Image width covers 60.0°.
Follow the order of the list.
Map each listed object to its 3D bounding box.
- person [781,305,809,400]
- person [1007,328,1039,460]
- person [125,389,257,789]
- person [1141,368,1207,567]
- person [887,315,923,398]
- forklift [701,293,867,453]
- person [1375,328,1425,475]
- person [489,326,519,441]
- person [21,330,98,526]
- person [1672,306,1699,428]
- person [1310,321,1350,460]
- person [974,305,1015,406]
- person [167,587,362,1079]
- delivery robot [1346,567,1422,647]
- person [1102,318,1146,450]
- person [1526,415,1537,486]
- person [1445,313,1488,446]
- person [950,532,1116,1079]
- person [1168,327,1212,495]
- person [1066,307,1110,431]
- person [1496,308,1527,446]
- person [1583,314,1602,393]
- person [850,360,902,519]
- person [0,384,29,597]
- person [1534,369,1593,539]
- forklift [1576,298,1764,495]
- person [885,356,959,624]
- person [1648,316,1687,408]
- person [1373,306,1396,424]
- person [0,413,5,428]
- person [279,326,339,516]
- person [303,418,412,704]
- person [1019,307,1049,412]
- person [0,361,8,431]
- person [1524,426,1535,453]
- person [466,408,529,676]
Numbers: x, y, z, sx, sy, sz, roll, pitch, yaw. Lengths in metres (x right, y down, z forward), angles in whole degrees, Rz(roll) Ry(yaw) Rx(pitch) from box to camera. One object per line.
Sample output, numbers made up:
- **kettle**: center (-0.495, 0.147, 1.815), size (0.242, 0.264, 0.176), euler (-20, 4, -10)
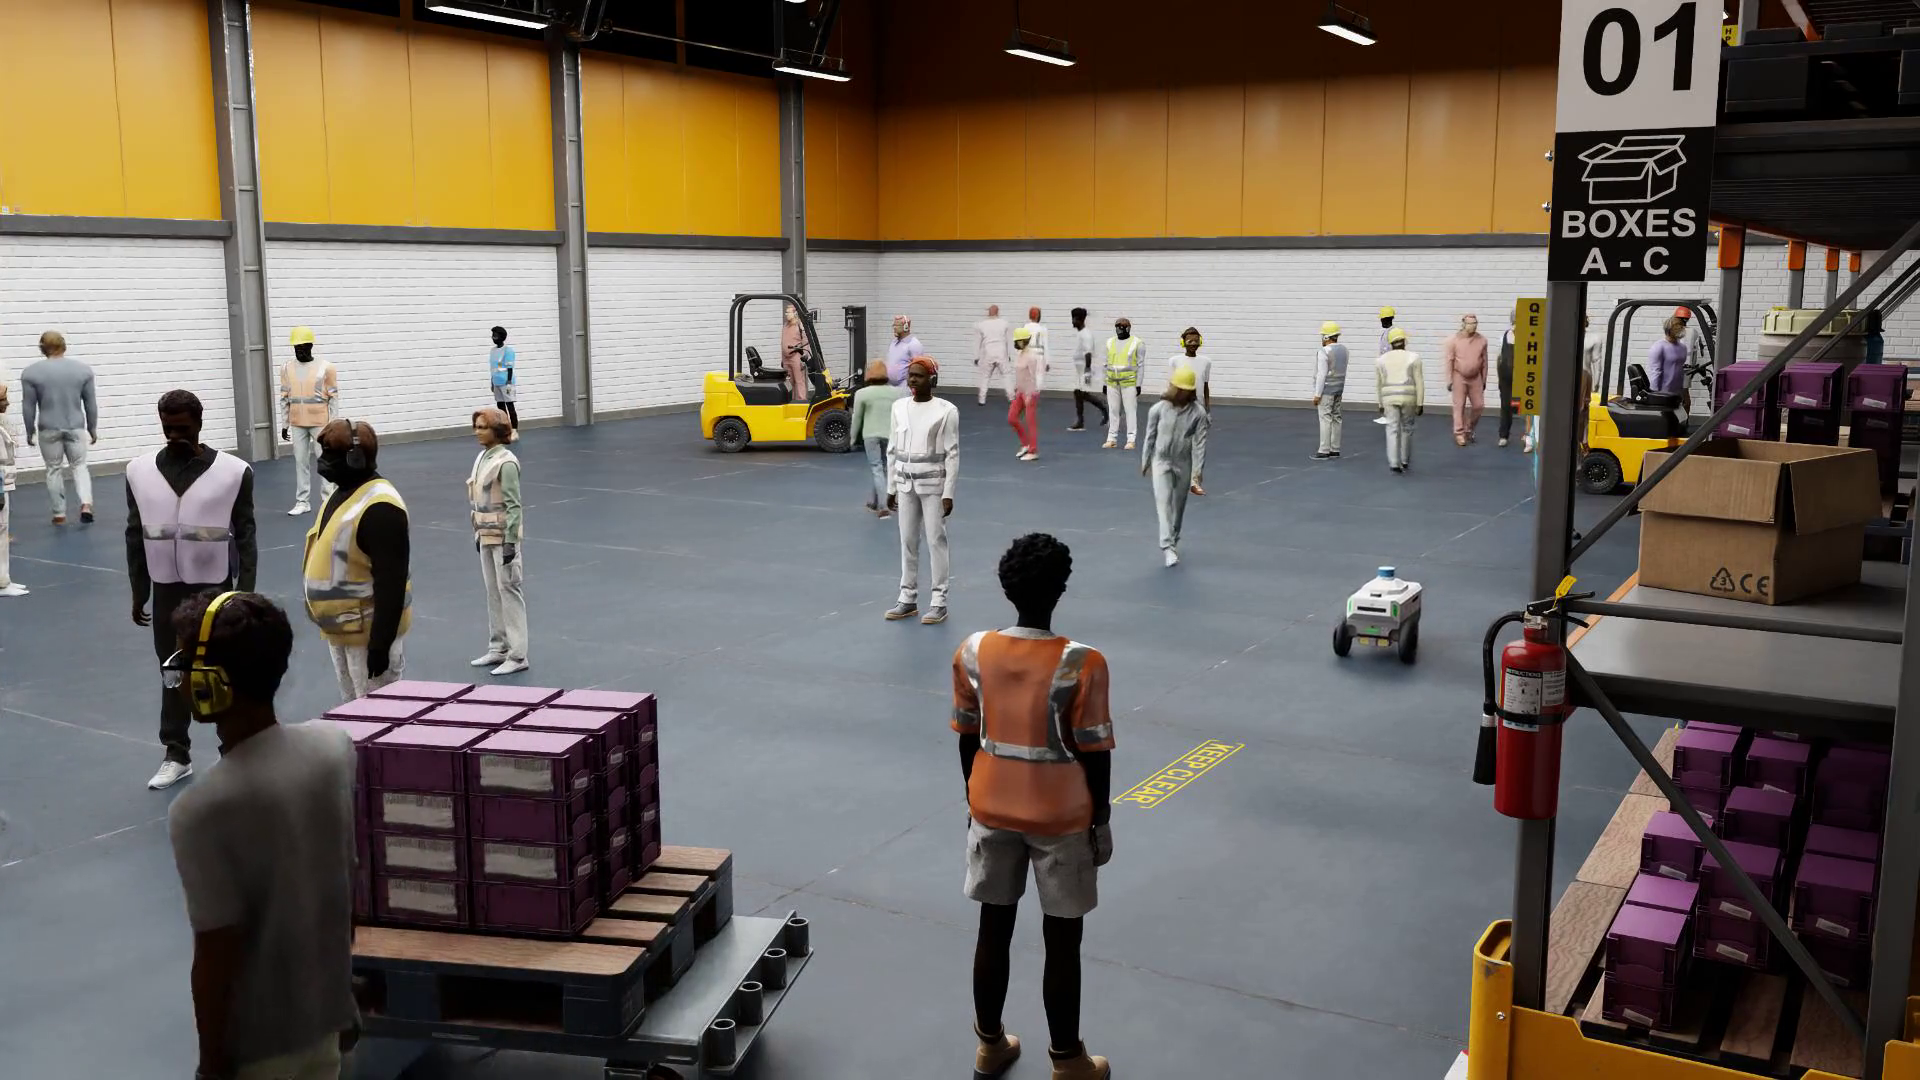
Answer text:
- **person**: center (-2.926, -3.154, 29.124), size (0.636, 1.909, 0.406), euler (9, 13, 43)
- **person**: center (0.850, -1.909, 21.857), size (0.400, 1.751, 0.528), euler (-5, 10, -28)
- **person**: center (-3.674, 0.230, 7.985), size (0.589, 1.914, 0.392), euler (-1, 9, -8)
- **person**: center (1.814, -0.631, 14.116), size (0.518, 1.667, 0.935), euler (0, 9, -3)
- **person**: center (-0.768, -2.014, 22.009), size (0.407, 1.910, 0.639), euler (-6, 11, -35)
- **forklift**: center (-2.458, -2.344, 23.176), size (2.313, 2.155, 1.214), euler (0, 9, -2)
- **person**: center (5.413, -1.708, 20.487), size (0.614, 1.779, 0.860), euler (3, 10, 20)
- **person**: center (-6.727, -2.298, 24.451), size (0.534, 1.692, 0.320), euler (8, 12, 41)
- **person**: center (-8.698, -1.072, 16.108), size (0.648, 1.922, 0.569), euler (-7, 12, -39)
- **person**: center (11.458, -2.751, 26.495), size (0.551, 1.940, 0.345), euler (-2, 9, -12)
- **person**: center (4.865, -1.969, 21.950), size (0.590, 1.836, 0.404), euler (-9, 13, -44)
- **person**: center (0.673, -3.391, 30.769), size (0.834, 1.867, 0.541), euler (1, 9, 9)
- **person**: center (-1.334, 1.000, 3.382), size (0.698, 1.851, 0.528), euler (3, 10, 19)
- **delivery robot**: center (2.749, 0.417, 10.752), size (0.477, 0.478, 0.707), euler (5, 10, 27)
- **person**: center (2.266, -2.185, 23.283), size (0.630, 1.843, 0.429), euler (5, 10, 29)
- **person**: center (6.311, -1.314, 17.901), size (0.574, 1.830, 0.568), euler (-1, 9, -7)
- **person**: center (7.257, -2.295, 23.812), size (0.682, 1.897, 0.463), euler (-1, 9, -6)
- **person**: center (0.224, 0.820, 4.969), size (0.535, 1.698, 0.318), euler (5, 11, 30)
- **person**: center (2.540, -1.416, 18.393), size (0.513, 1.872, 0.328), euler (-2, 9, -13)
- **person**: center (2.027, -2.658, 25.888), size (0.661, 1.951, 0.635), euler (-2, 9, -12)
- **person**: center (8.035, -2.372, 23.824), size (0.689, 2.000, 0.875), euler (6, 11, 34)
- **person**: center (8.635, -2.239, 23.327), size (0.653, 1.933, 0.455), euler (4, 10, 25)
- **person**: center (-0.843, -1.025, 16.816), size (0.516, 1.583, 0.852), euler (-4, 10, -24)
- **person**: center (-7.336, -0.378, 12.663), size (0.310, 1.631, 0.509), euler (-6, 11, -31)
- **person**: center (5.571, -0.965, 15.362), size (0.543, 1.939, 0.355), euler (-1, 9, -8)
- **forklift**: center (7.954, -1.589, 18.462), size (2.313, 2.155, 1.214), euler (5, 11, 30)
- **person**: center (-0.276, -0.354, 11.718), size (0.575, 1.885, 0.355), euler (6, 11, 31)
- **person**: center (8.565, -1.729, 20.128), size (0.635, 1.939, 0.359), euler (-6, 11, -34)
- **person**: center (6.988, -2.849, 27.169), size (0.383, 1.923, 0.589), euler (1, 9, 7)
- **person**: center (-8.874, -0.881, 14.832), size (0.390, 1.948, 0.719), euler (6, 11, 32)
- **person**: center (-6.608, -1.202, 16.876), size (0.594, 1.925, 0.370), euler (1, 9, 3)
- **person**: center (-2.592, 0.395, 7.176), size (0.430, 1.845, 0.619), euler (-7, 11, -36)
- **person**: center (1.312, -3.200, 29.579), size (0.596, 1.896, 0.510), euler (6, 11, 33)
- **person**: center (-9.483, -1.093, 15.964), size (0.612, 2.007, 0.943), euler (-3, 10, -20)
- **person**: center (8.007, -2.098, 22.739), size (0.626, 1.844, 0.429), euler (4, 10, 22)
- **person**: center (-2.846, 0.005, 10.236), size (0.307, 1.641, 0.523), euler (-7, 11, -36)
